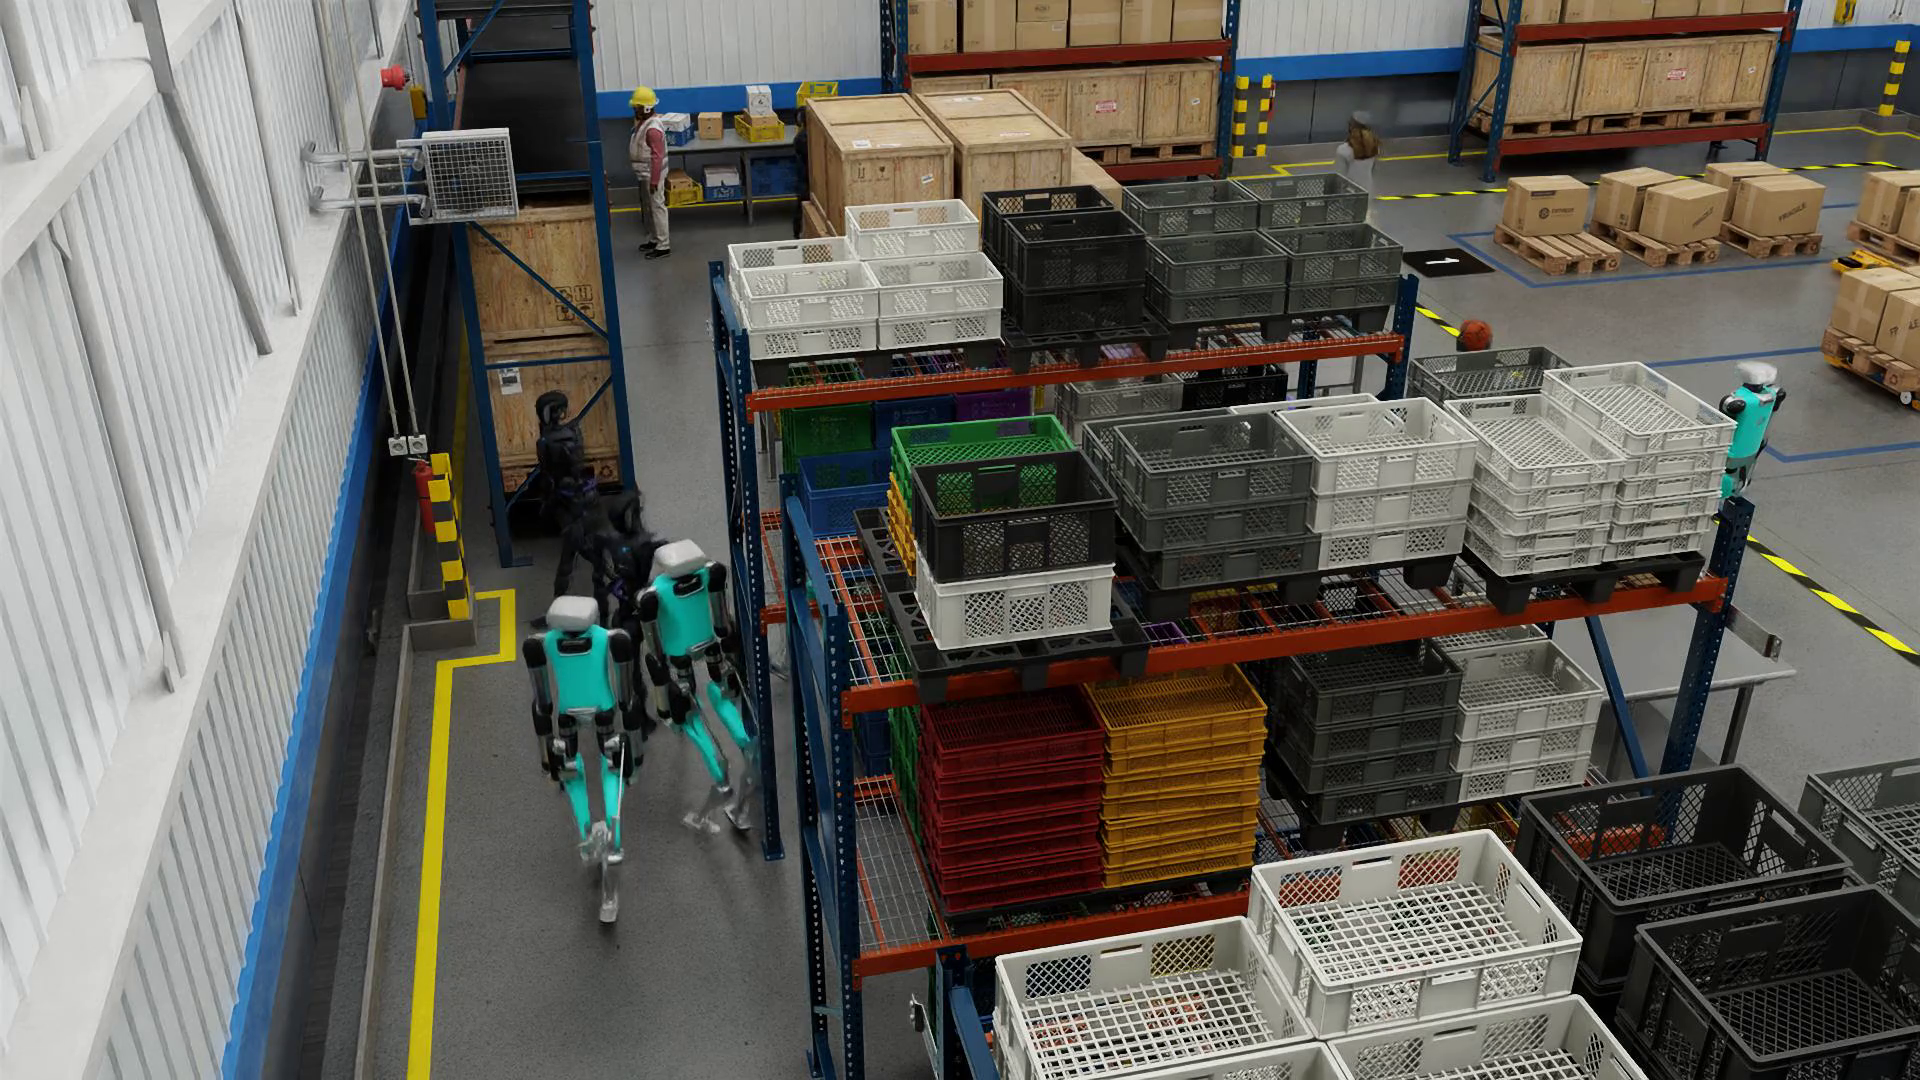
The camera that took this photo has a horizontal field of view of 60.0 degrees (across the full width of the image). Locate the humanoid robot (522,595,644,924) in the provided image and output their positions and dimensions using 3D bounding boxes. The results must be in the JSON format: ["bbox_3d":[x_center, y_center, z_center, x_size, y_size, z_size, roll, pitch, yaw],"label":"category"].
[{"bbox_3d":[-1.853,1.145,8.270,0.546,1.729,0.971,-2,28,-3],"label":"humanoid robot"}]

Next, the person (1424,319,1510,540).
[{"bbox_3d":[3.450,-0.616,11.496,0.573,1.877,0.358,-3,28,-7],"label":"person"}]

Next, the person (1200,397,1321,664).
[{"bbox_3d":[1.916,-0.082,10.462,0.913,1.885,0.586,19,33,32],"label":"person"}]

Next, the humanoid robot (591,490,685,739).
[{"bbox_3d":[-1.827,0.439,9.716,0.601,1.664,0.374,7,29,13],"label":"humanoid robot"}]

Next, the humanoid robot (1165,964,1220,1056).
[{"bbox_3d":[0.859,2.271,6.270,0.546,1.648,0.587,-10,29,-19],"label":"humanoid robot"}]

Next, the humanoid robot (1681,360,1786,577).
[{"bbox_3d":[5.015,-0.481,11.245,0.533,1.673,0.735,-15,31,-26],"label":"humanoid robot"}]

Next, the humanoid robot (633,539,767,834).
[{"bbox_3d":[-1.286,0.875,8.782,0.540,1.769,0.682,-23,35,-36],"label":"humanoid robot"}]

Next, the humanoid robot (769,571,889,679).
[{"bbox_3d":[-0.890,0.108,10.327,1.015,1.779,0.530,-10,30,-19],"label":"humanoid robot"}]

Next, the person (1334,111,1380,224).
[{"bbox_3d":[4.041,-3.612,17.335,0.580,1.715,0.931,-12,30,-22],"label":"person"}]

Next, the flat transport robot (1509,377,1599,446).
[{"bbox_3d":[4.780,-1.036,14.013,0.659,0.231,1.431,-6,28,-12],"label":"flat transport robot"}]

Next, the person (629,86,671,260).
[{"bbox_3d":[-3.329,-3.944,17.846,0.404,1.837,0.589,-9,29,-17],"label":"person"}]

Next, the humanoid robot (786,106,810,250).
[{"bbox_3d":[-1.629,-3.829,17.842,0.489,1.640,0.610,-11,30,-20],"label":"humanoid robot"}]

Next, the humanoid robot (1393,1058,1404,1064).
[{"bbox_3d":[1.720,2.388,6.053,0.757,1.621,0.615,-13,30,-23],"label":"humanoid robot"}]

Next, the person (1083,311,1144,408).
[{"bbox_3d":[1.160,-1.333,12.673,0.604,2.045,0.378,19,33,32],"label":"person"}]

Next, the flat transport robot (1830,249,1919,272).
[{"bbox_3d":[10.056,-2.930,17.575,1.431,0.197,0.652,-6,28,-12],"label":"flat transport robot"}]

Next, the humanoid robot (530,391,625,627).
[{"bbox_3d":[-2.596,-0.248,11.060,0.800,1.625,0.588,-20,34,-33],"label":"humanoid robot"}]

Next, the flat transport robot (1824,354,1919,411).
[{"bbox_3d":[8.473,-1.467,14.800,0.652,0.197,1.431,-6,28,-12],"label":"flat transport robot"}]

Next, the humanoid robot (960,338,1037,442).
[{"bbox_3d":[0.299,-0.503,11.318,0.530,1.692,0.737,-4,28,-7],"label":"humanoid robot"}]
